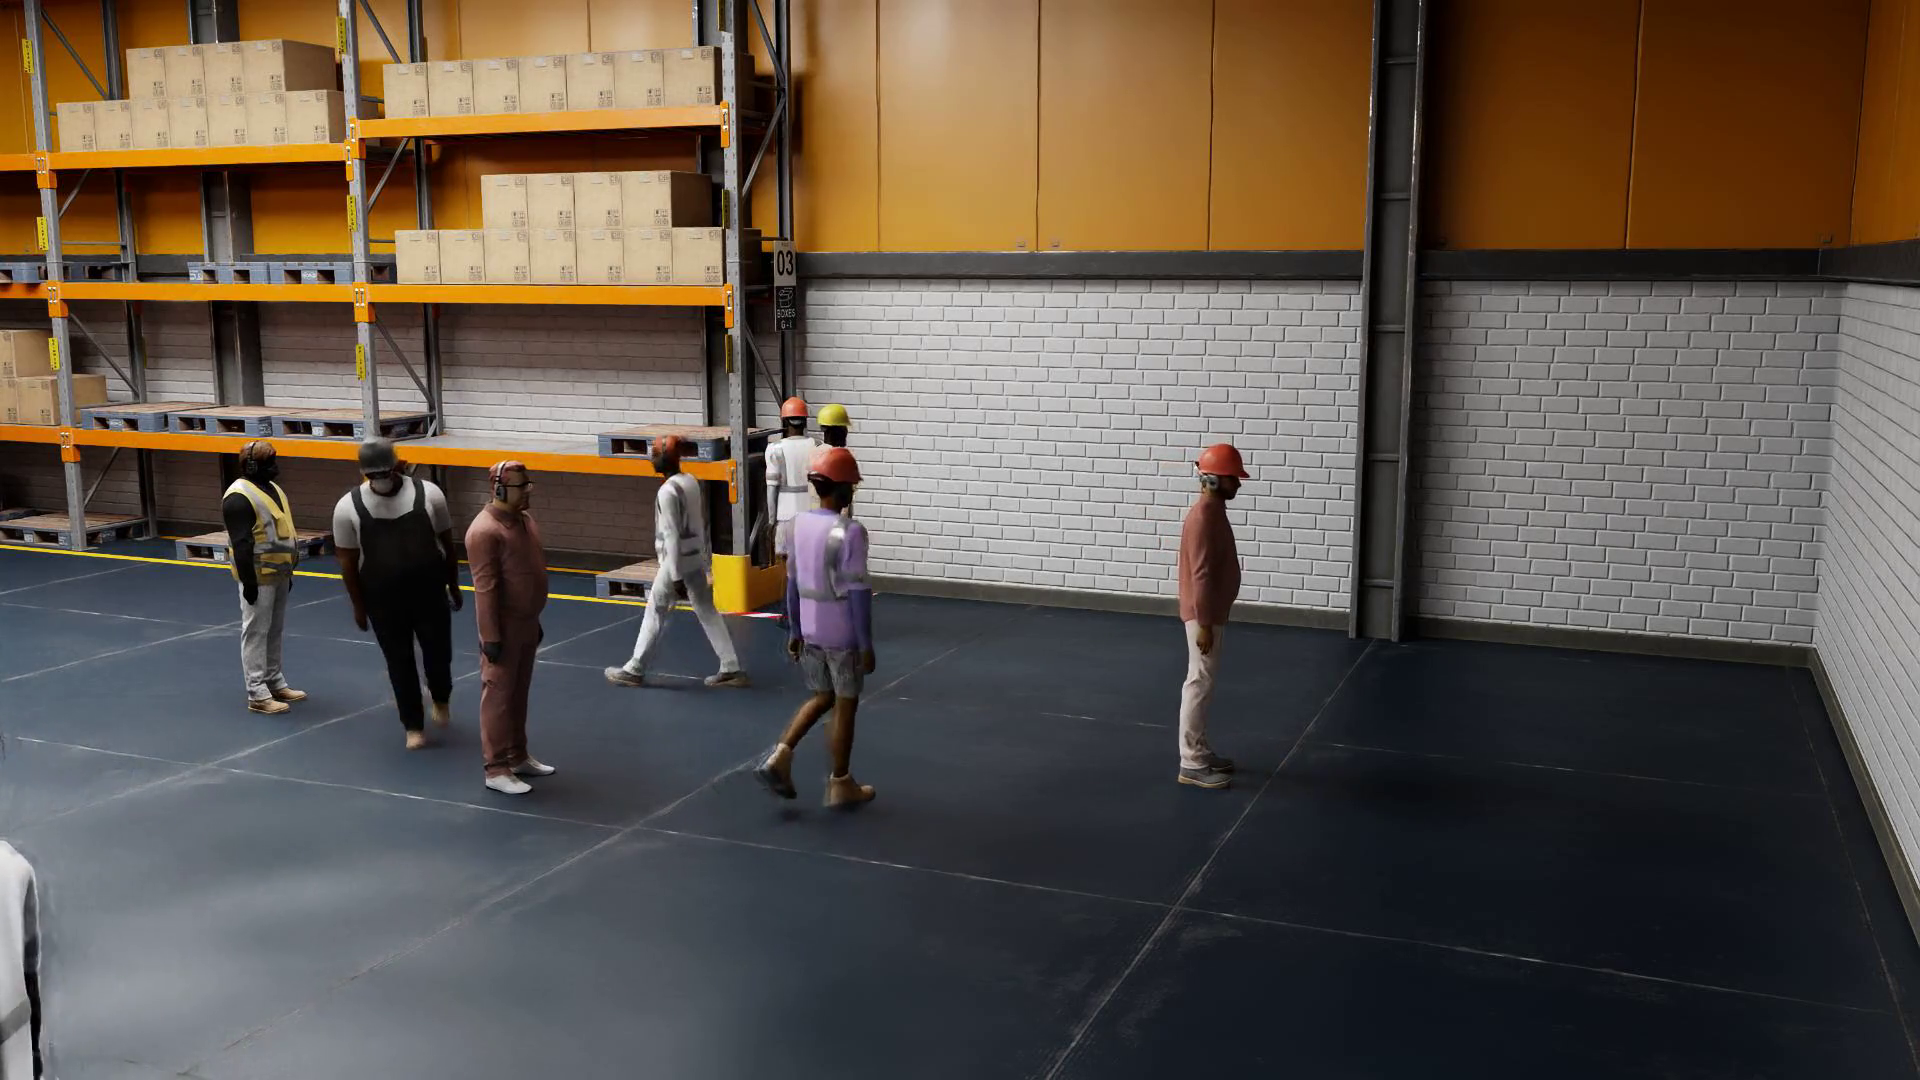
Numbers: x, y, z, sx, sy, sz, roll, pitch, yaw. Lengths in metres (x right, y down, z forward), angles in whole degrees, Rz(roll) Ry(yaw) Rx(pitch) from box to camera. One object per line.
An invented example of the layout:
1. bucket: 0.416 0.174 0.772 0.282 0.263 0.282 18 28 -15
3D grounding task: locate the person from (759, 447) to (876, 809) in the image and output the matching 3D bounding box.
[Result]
1. person: -0.751 0.507 9.118 0.592 2.030 0.620 -8 13 -41

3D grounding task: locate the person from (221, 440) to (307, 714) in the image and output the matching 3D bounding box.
1. person: -4.700 0.243 11.273 0.429 1.844 0.623 0 9 0

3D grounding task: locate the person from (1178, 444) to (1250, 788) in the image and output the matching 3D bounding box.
1. person: 1.470 0.428 9.692 0.400 1.989 0.623 2 10 14

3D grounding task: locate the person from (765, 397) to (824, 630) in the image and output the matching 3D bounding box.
1. person: -1.342 -0.217 13.781 0.544 1.935 0.361 -3 10 -17

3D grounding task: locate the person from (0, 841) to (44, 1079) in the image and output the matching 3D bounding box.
1. person: -2.503 1.386 4.019 0.476 1.951 0.620 -1 9 -6

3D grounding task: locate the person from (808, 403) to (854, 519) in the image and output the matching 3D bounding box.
1. person: -1.003 -0.119 13.199 0.360 1.930 0.587 -6 11 -31

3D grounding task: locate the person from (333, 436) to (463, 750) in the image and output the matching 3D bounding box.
1. person: -3.481 0.295 10.353 0.743 2.000 0.604 -4 10 -21

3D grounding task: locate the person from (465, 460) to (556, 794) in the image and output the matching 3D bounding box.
1. person: -2.571 0.486 9.604 0.399 1.909 0.642 2 9 9

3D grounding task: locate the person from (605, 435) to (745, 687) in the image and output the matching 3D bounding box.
1. person: -2.010 0.162 11.822 1.005 1.833 0.593 2 10 14
